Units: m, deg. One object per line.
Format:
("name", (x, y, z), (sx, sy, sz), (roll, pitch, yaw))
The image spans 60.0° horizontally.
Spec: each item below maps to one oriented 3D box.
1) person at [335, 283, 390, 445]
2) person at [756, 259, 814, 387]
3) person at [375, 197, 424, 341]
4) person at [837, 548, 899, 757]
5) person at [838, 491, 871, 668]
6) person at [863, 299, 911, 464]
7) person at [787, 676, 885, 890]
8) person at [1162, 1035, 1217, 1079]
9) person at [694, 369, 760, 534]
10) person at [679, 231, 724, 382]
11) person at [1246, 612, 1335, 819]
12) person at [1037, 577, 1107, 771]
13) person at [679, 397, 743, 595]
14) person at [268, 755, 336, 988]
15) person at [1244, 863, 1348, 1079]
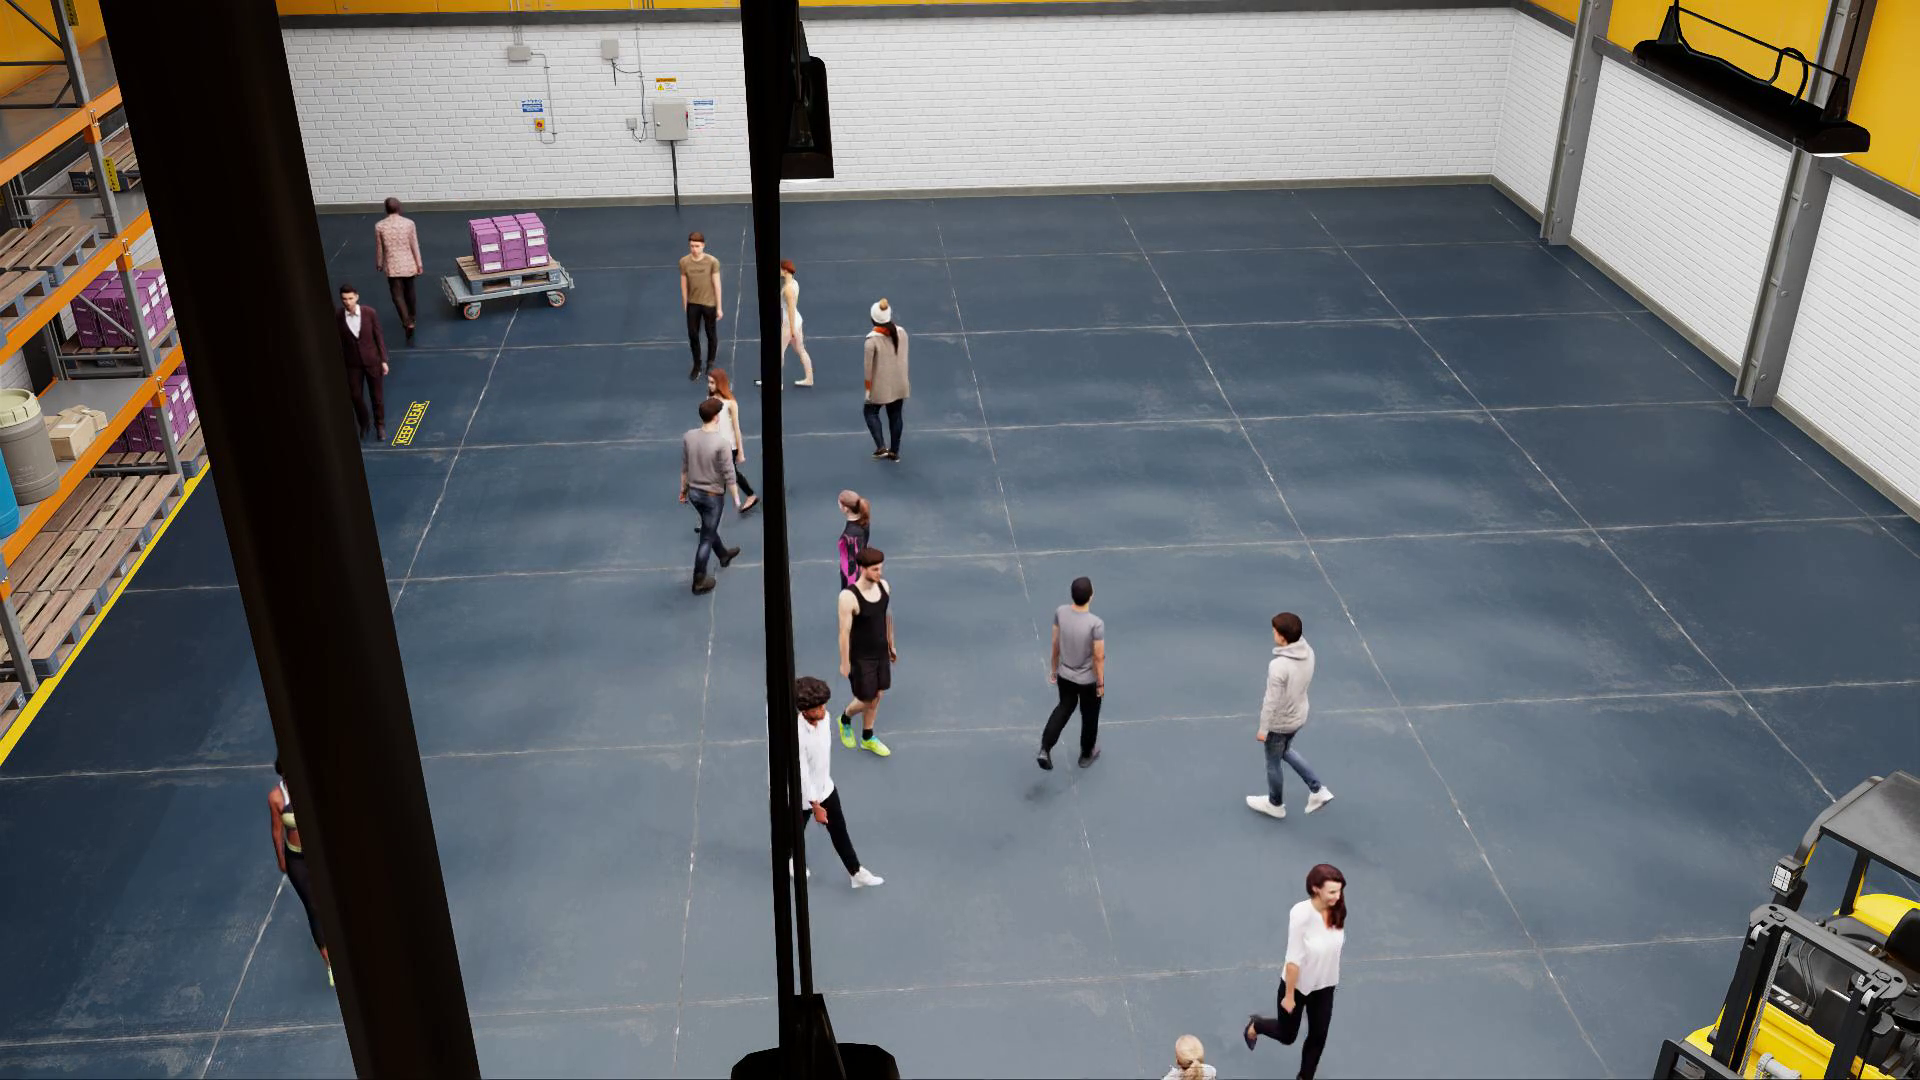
("person", (-6.704, -2.027, 18.690), (0.745, 1.853, 0.700), (-9, 30, -15))
("person", (-1.943, -2.575, 19.937), (0.720, 1.620, 0.868), (2, 29, 4))
("person", (-7.208, -3.490, 21.439), (1.029, 1.788, 1.265), (-17, 33, -28))
("person", (-0.800, 0.871, 13.350), (0.915, 1.879, 0.855), (22, 36, 35))
("person", (-0.900, 0.348, 14.444), (0.710, 1.749, 0.608), (10, 30, 18))
("person", (-0.769, -1.697, 18.050), (0.820, 1.886, 0.821), (-14, 32, -24))
("person", (-1.145, 1.744, 11.873), (1.113, 1.761, 1.134), (16, 32, 27))
("person", (1.308, 3.348, 9.461), (0.558, 1.254, 0.867), (-5, 29, -10))
("person", (-2.334, -0.947, 16.893), (1.098, 1.678, 1.126), (24, 37, 37))
("person", (-3.114, -2.901, 20.307), (0.686, 1.838, 0.755), (0, 29, 0))
("person", (2.518, 1.386, 12.456), (1.056, 1.831, 1.009), (21, 35, 34))
("person", (0.897, 1.102, 13.073), (0.946, 1.739, 1.032), (19, 34, 31))
("person", (-2.439, -0.373, 15.645), (1.077, 1.864, 1.207), (15, 32, 26))
("person", (-4.416, 2.091, 11.282), (0.911, 1.717, 1.136), (-17, 33, -28))
("person", (2.054, 2.672, 10.155), (0.836, 1.776, 1.006), (-15, 32, -26))
